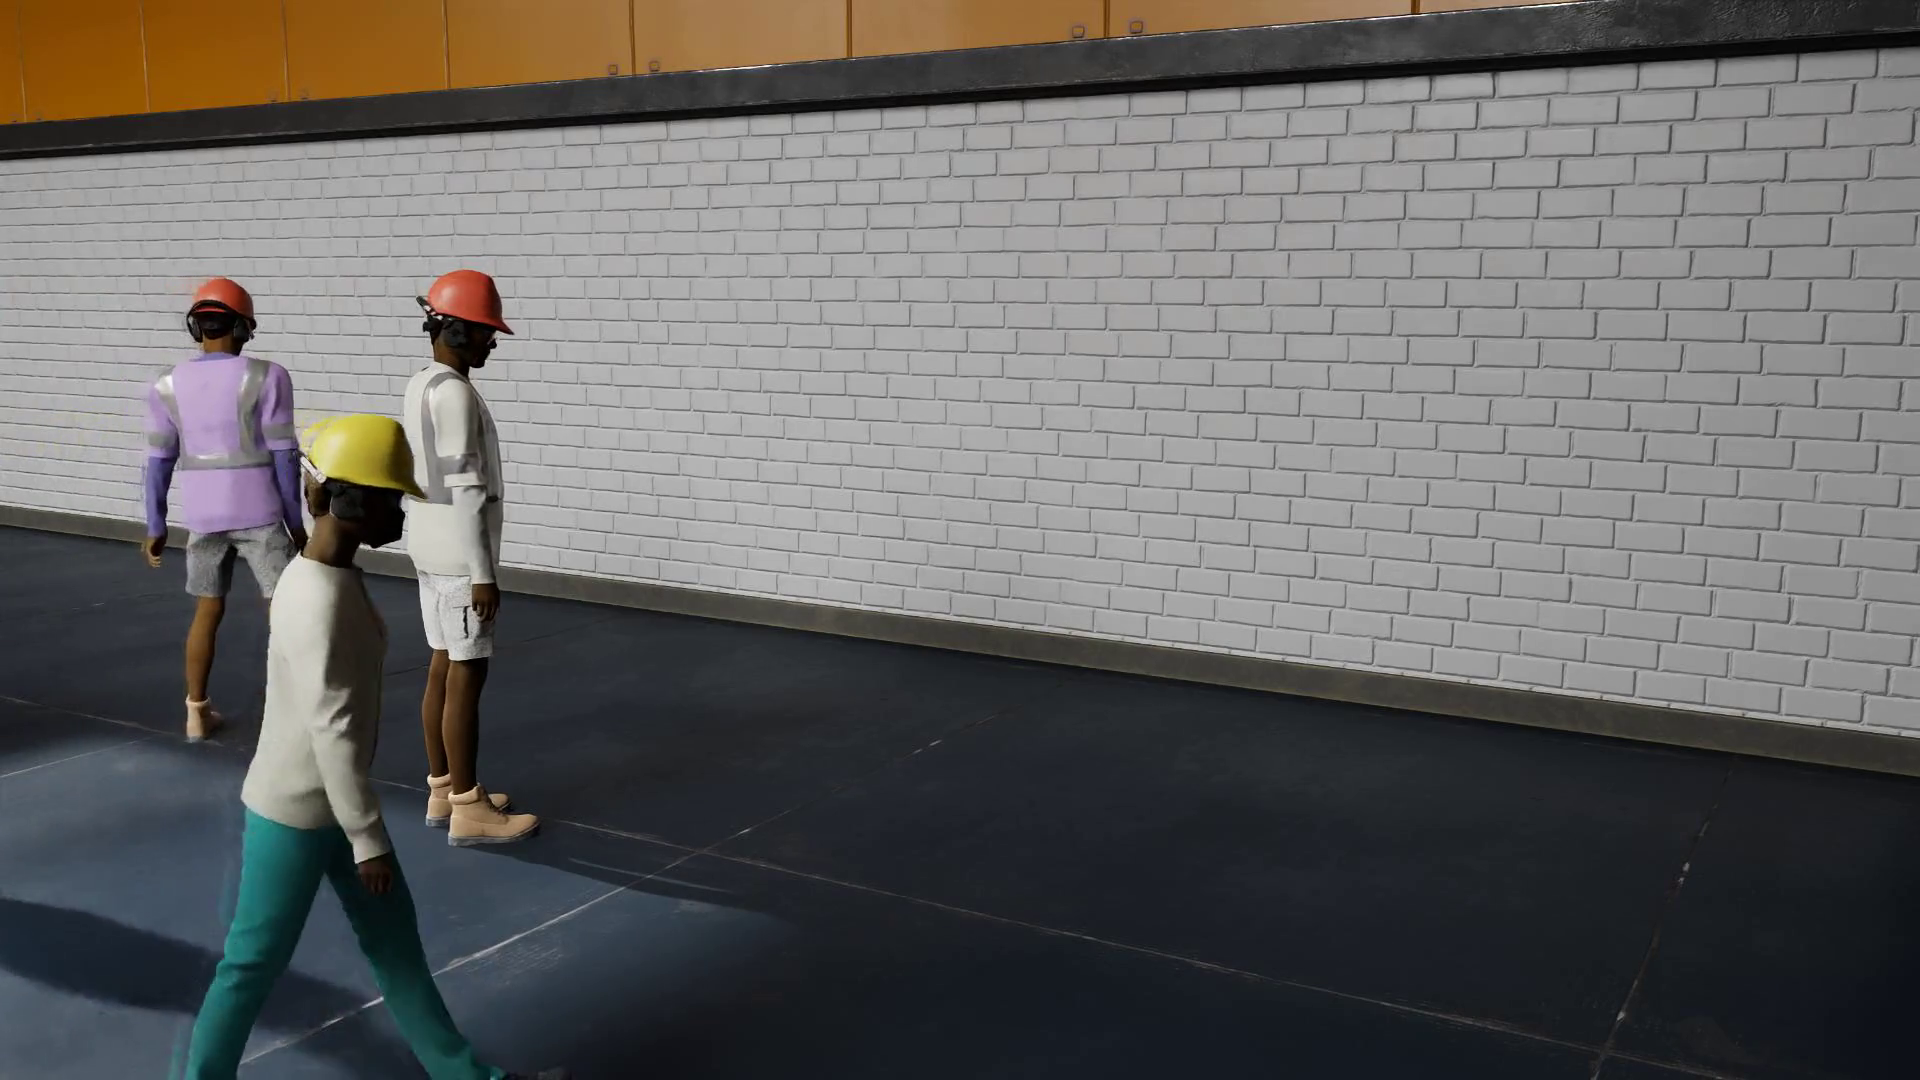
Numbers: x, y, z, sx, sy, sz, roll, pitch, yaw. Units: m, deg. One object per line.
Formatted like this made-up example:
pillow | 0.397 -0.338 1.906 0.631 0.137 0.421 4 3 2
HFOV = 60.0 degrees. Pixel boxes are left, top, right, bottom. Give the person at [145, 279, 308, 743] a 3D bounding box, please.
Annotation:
person | -3.055 -0.089 7.048 0.827 1.998 0.597 1 9 5

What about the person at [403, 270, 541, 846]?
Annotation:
person | -1.762 0.064 5.950 0.392 2.033 0.605 -5 11 -31

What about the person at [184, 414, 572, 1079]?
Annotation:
person | -1.359 0.581 3.705 0.904 1.706 0.555 -2 9 -11
